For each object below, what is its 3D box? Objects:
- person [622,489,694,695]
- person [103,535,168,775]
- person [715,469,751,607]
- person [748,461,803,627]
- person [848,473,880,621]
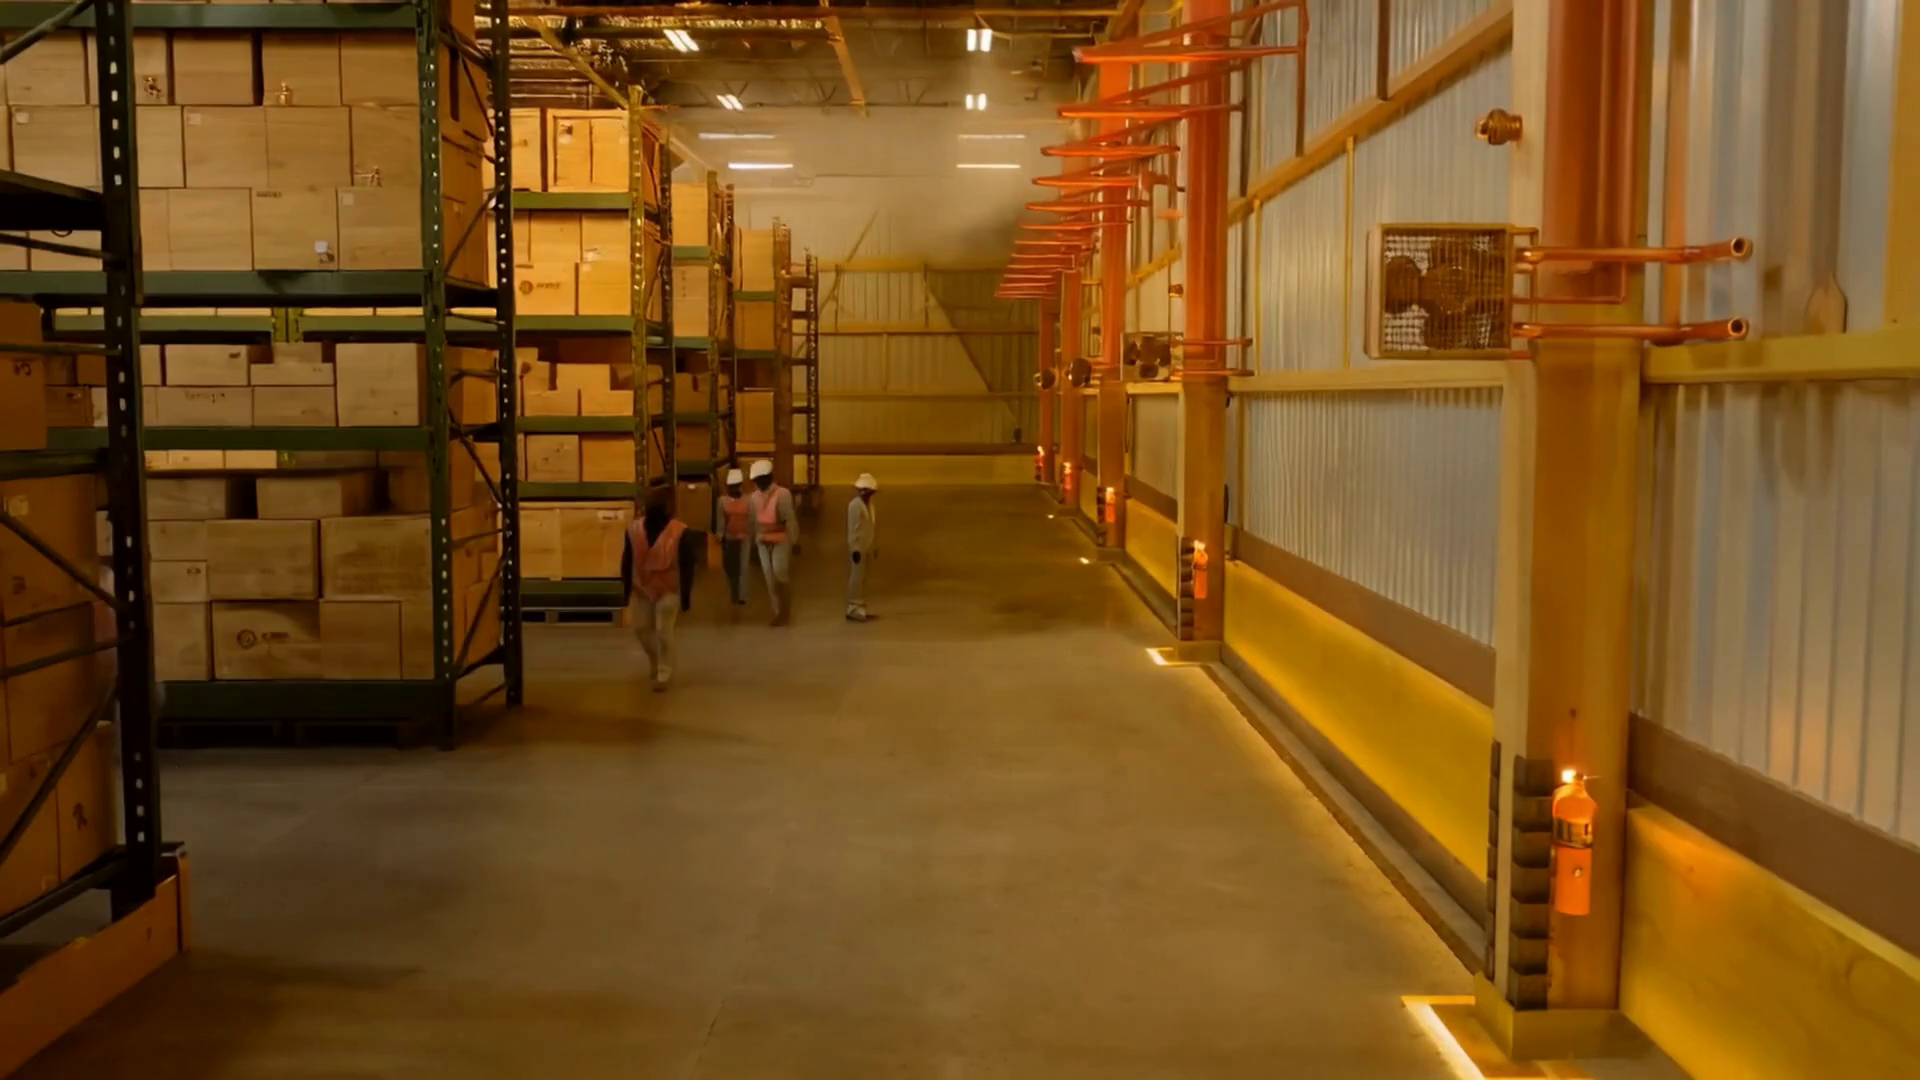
[{"bbox_3d":[-2.670,0.445,14.810,0.638,1.824,0.594,1,5,11],"label":"person"},{"bbox_3d":[-5.714,0.778,11.467,0.403,1.729,0.491,0,5,0],"label":"person"},{"bbox_3d":[-2.805,-0.038,20.961,0.528,1.742,0.648,0,5,1],"label":"person"},{"bbox_3d":[-2.130,0.046,18.994,0.680,1.906,0.438,2,5,24],"label":"person"},{"bbox_3d":[-1.108,0.082,19.524,0.353,1.742,0.563,2,5,20],"label":"person"}]
